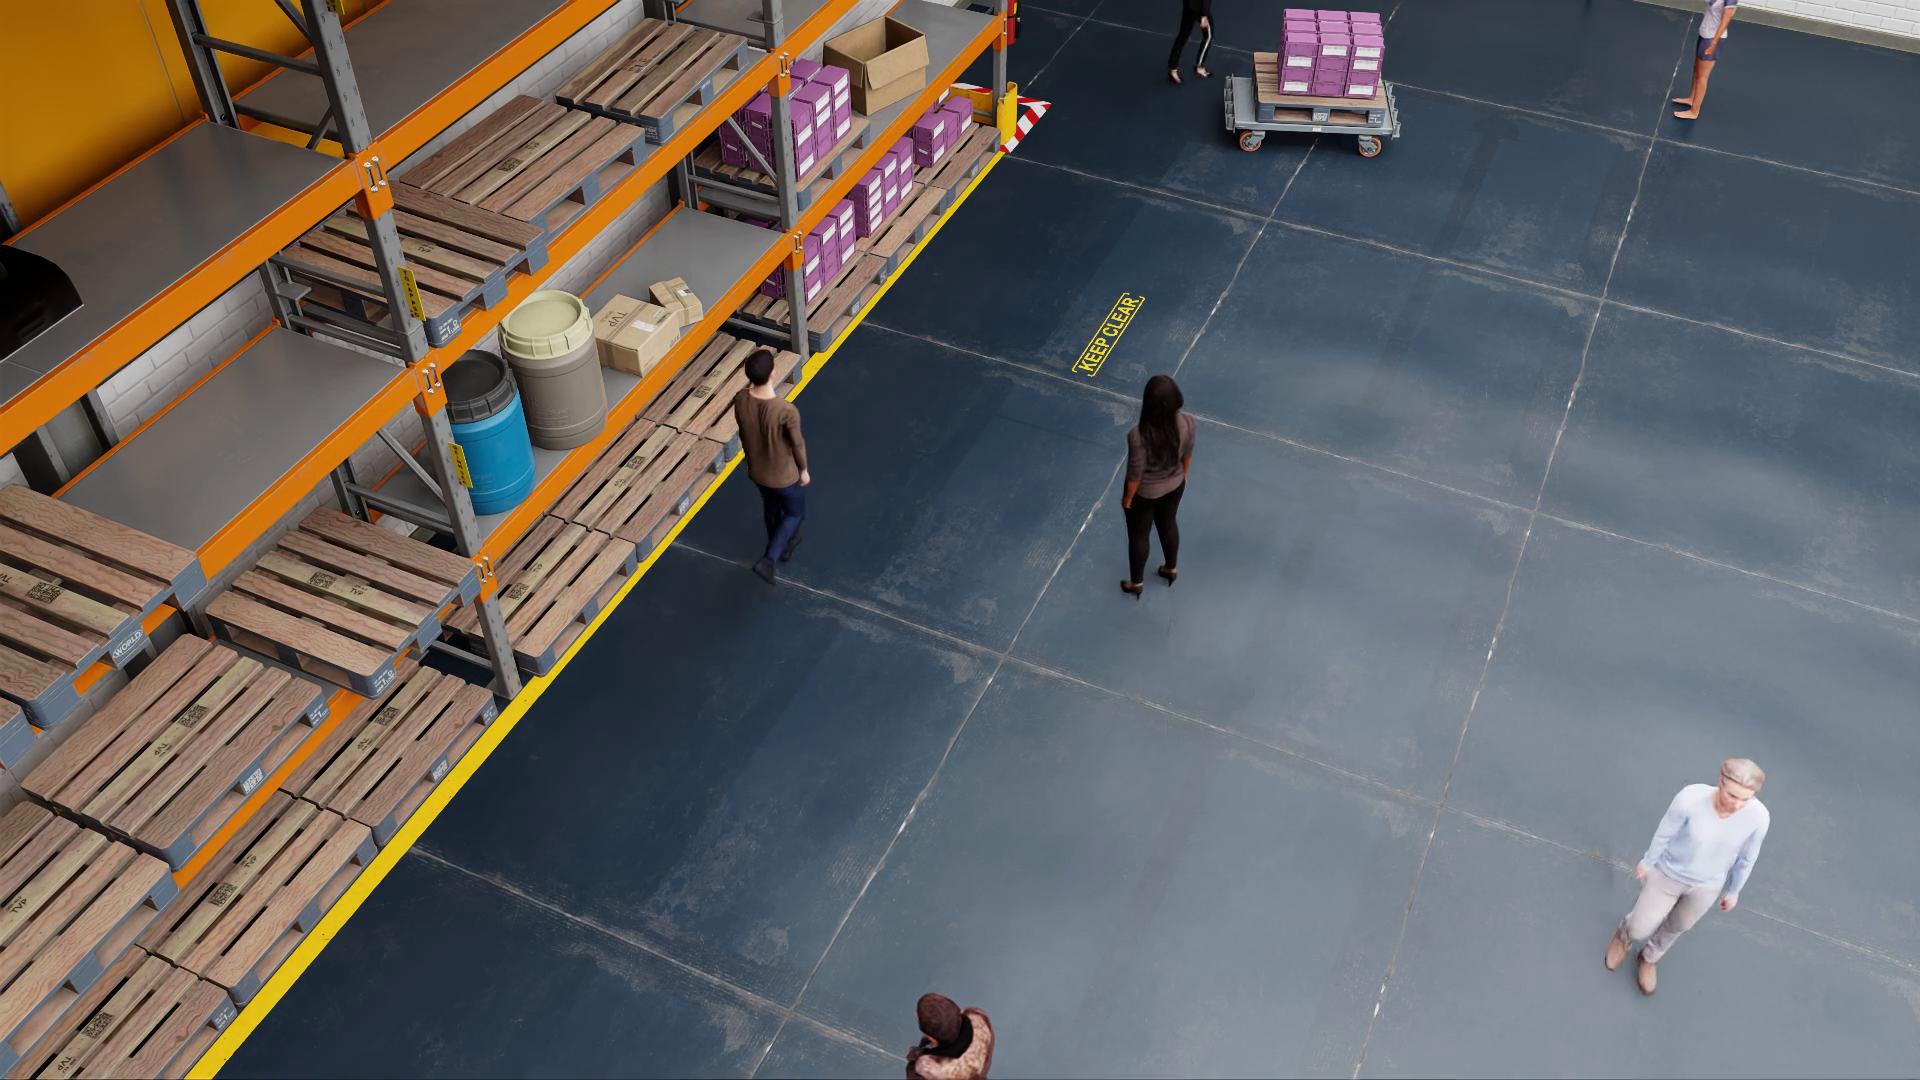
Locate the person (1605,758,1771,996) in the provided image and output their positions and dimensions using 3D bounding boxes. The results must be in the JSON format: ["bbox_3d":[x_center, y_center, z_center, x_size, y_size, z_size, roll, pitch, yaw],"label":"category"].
[{"bbox_3d":[3.936,1.741,9.012,0.725,1.886,0.717,10,45,11],"label":"person"}]

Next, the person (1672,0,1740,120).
[{"bbox_3d":[7.318,-4.890,16.162,0.669,1.625,0.497,12,45,13],"label":"person"}]

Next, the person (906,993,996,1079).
[{"bbox_3d":[-0.054,2.736,7.998,0.850,1.843,0.663,26,49,25],"label":"person"}]

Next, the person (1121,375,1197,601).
[{"bbox_3d":[1.323,-0.341,11.230,0.738,1.839,0.815,-18,47,-18],"label":"person"}]

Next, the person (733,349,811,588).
[{"bbox_3d":[-1.294,-0.451,11.321,0.671,1.873,0.933,20,47,19],"label":"person"}]

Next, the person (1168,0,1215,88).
[{"bbox_3d":[2.294,-5.262,16.515,0.983,1.675,0.926,-20,47,-20],"label":"person"}]
